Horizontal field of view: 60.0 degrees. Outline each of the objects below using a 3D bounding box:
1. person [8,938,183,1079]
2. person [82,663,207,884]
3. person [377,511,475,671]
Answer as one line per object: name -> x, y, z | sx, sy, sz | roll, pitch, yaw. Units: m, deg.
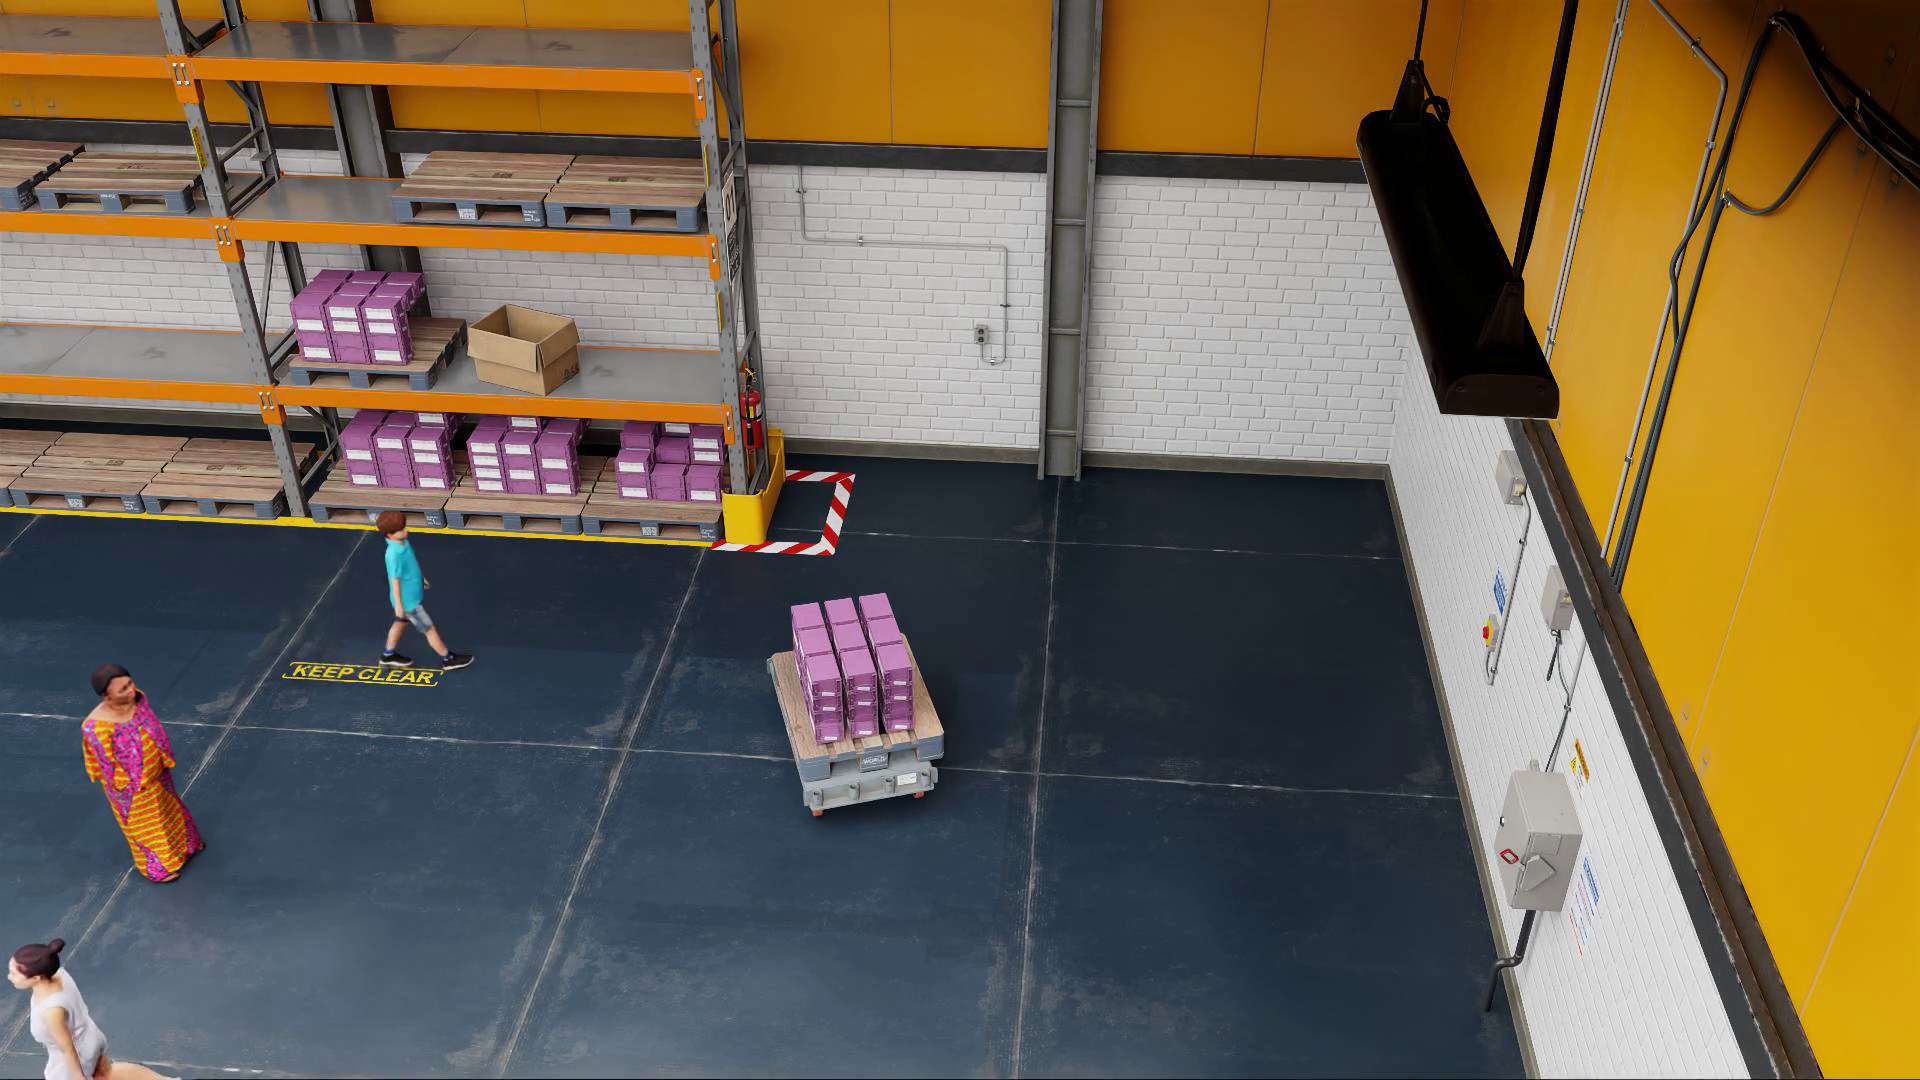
person -> -4.672, 2.705, 8.923 | 1.009, 1.589, 0.838 | -14, 36, -21
person -> -5.288, 1.464, 10.707 | 0.712, 1.681, 0.698 | 9, 35, 14
person -> -4.239, 0.409, 12.535 | 0.989, 1.414, 0.676 | -4, 34, -6
